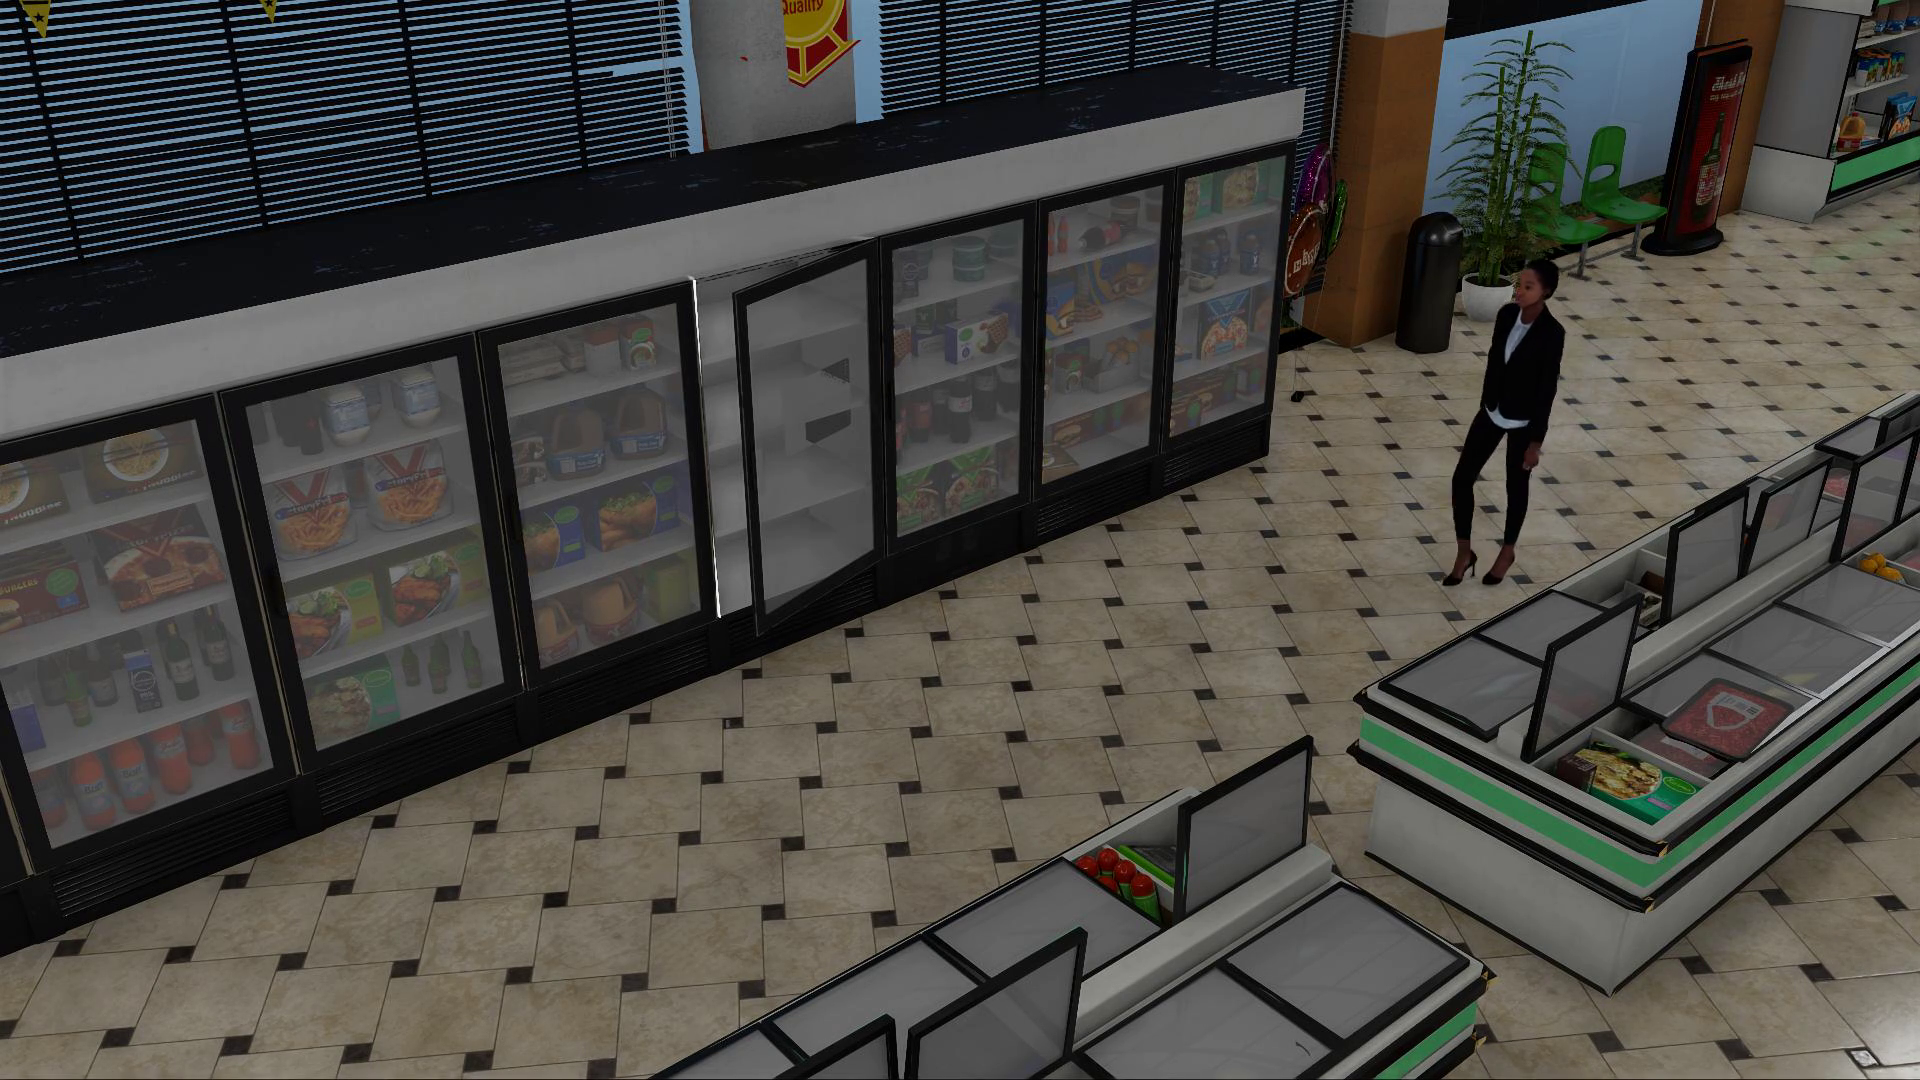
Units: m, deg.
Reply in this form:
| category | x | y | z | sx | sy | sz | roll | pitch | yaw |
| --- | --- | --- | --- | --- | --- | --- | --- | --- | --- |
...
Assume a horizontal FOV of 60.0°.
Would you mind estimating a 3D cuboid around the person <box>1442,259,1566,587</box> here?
| category | x | y | z | sx | sy | sz | roll | pitch | yaw |
| --- | --- | --- | --- | --- | --- | --- | --- | --- | --- |
| person | 2.902 | -0.580 | 8.597 | 0.694 | 1.821 | 0.673 | -18 | 32 | -31 |
